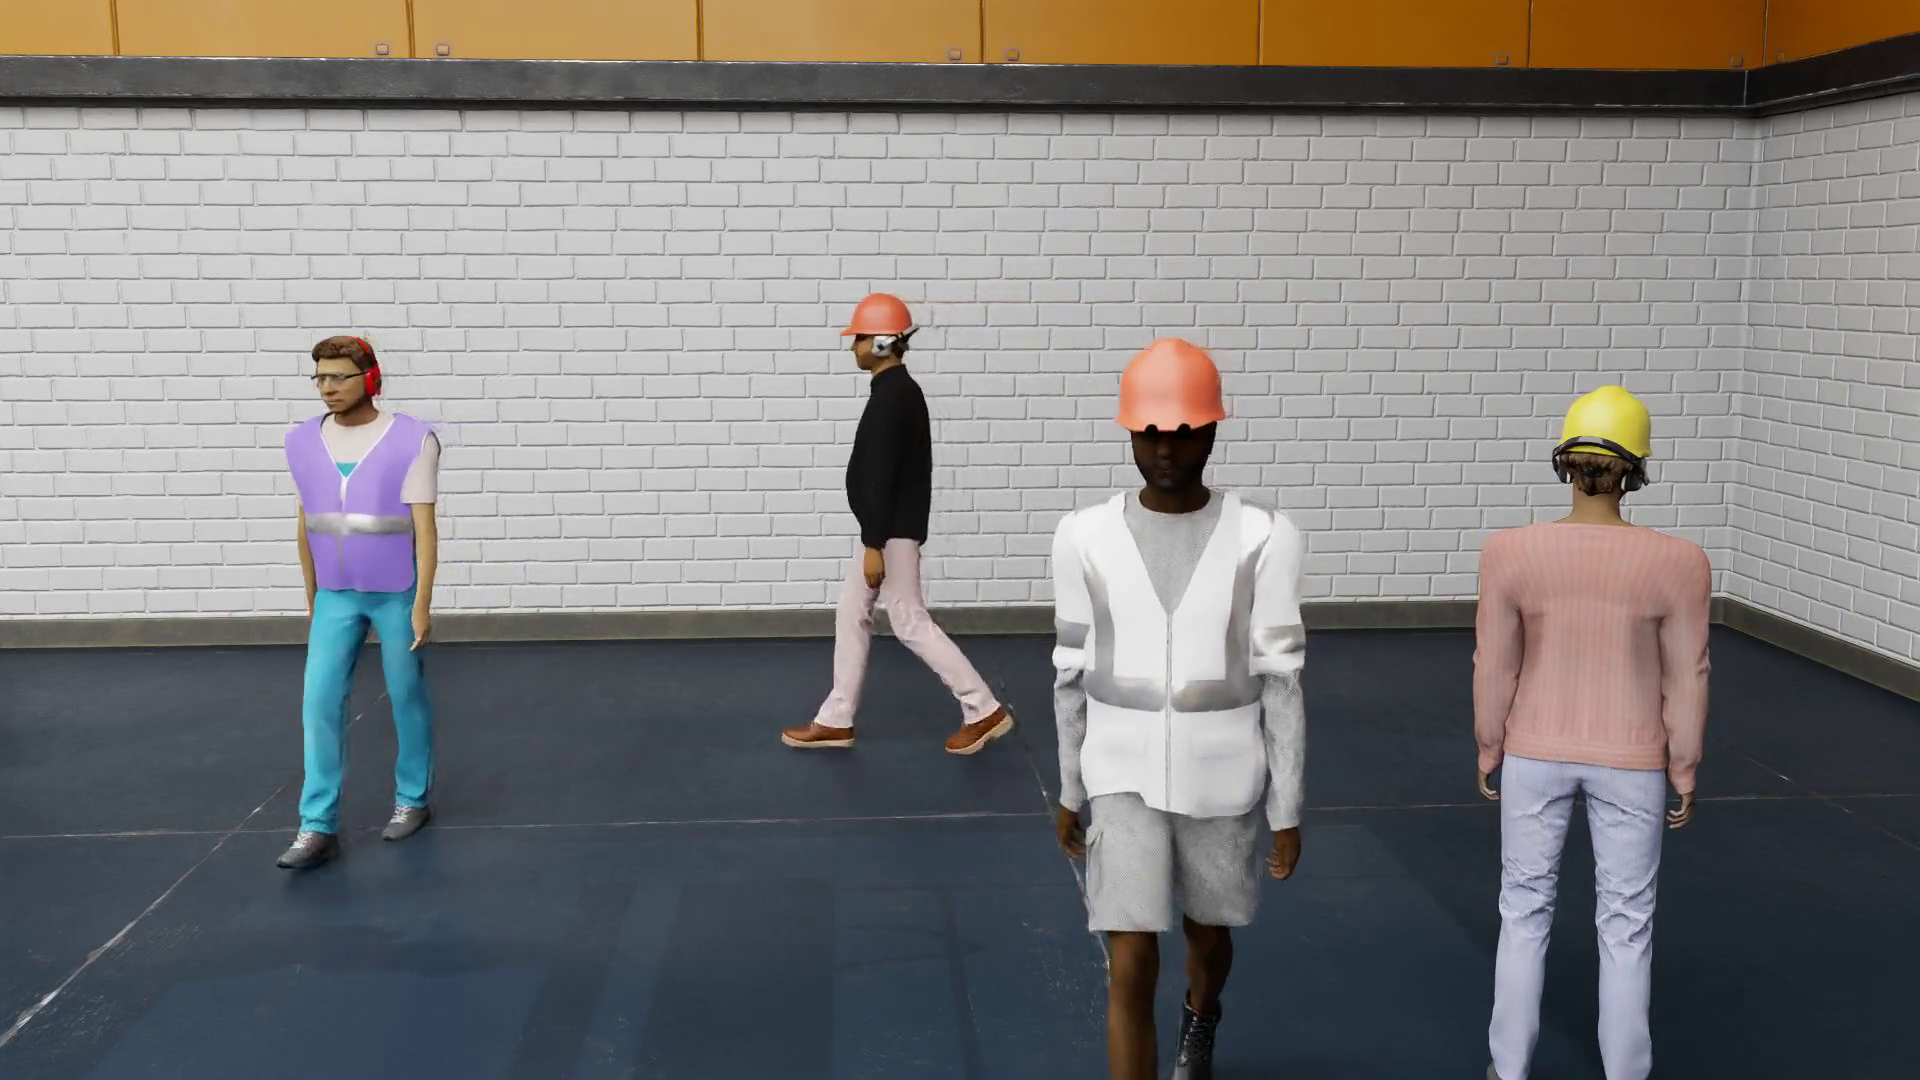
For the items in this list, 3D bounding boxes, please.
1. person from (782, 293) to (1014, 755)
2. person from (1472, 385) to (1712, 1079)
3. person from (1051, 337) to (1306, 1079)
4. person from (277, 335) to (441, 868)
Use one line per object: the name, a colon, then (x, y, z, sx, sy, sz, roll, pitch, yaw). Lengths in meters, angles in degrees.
person: (-0.246, -0.053, 6.973, 0.973, 1.958, 0.623, 0, 9, 2)
person: (1.483, 0.520, 3.954, 0.525, 1.769, 0.316, 4, 10, 25)
person: (0.476, 0.500, 3.675, 0.553, 1.903, 0.941, 2, 9, 10)
person: (-2.084, 0.215, 5.729, 0.571, 1.815, 0.825, 1, 9, 5)
